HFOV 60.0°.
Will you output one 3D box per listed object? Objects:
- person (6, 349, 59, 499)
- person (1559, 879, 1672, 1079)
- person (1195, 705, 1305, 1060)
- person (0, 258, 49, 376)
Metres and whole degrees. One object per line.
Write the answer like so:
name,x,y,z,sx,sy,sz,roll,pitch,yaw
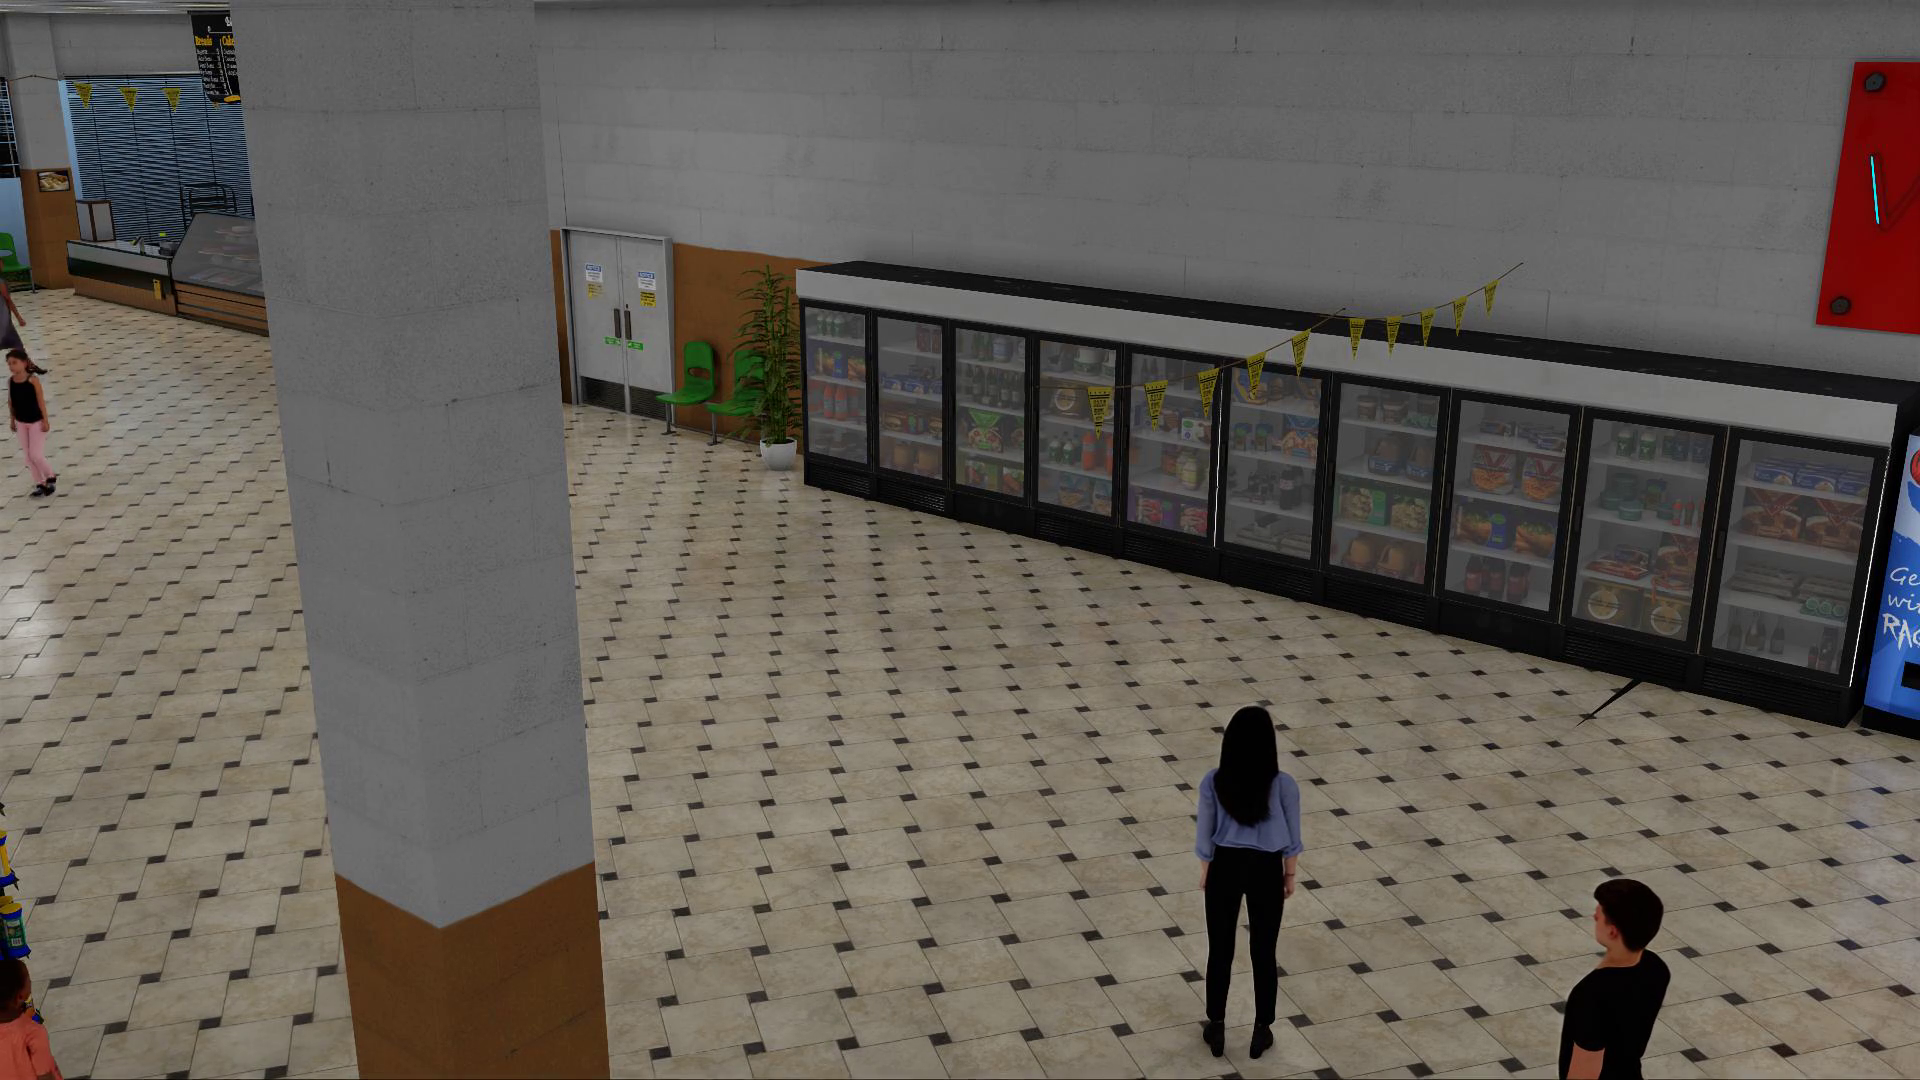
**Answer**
person,-9.551,-1.208,17.172,0.671,1.550,0.722,2,17,5
person,2.292,2.047,5.943,0.538,1.847,0.738,-14,22,-39
person,1.312,1.576,7.667,0.735,1.746,0.745,3,17,8
person,-13.076,-2.931,22.540,0.605,1.729,1.131,14,22,39
